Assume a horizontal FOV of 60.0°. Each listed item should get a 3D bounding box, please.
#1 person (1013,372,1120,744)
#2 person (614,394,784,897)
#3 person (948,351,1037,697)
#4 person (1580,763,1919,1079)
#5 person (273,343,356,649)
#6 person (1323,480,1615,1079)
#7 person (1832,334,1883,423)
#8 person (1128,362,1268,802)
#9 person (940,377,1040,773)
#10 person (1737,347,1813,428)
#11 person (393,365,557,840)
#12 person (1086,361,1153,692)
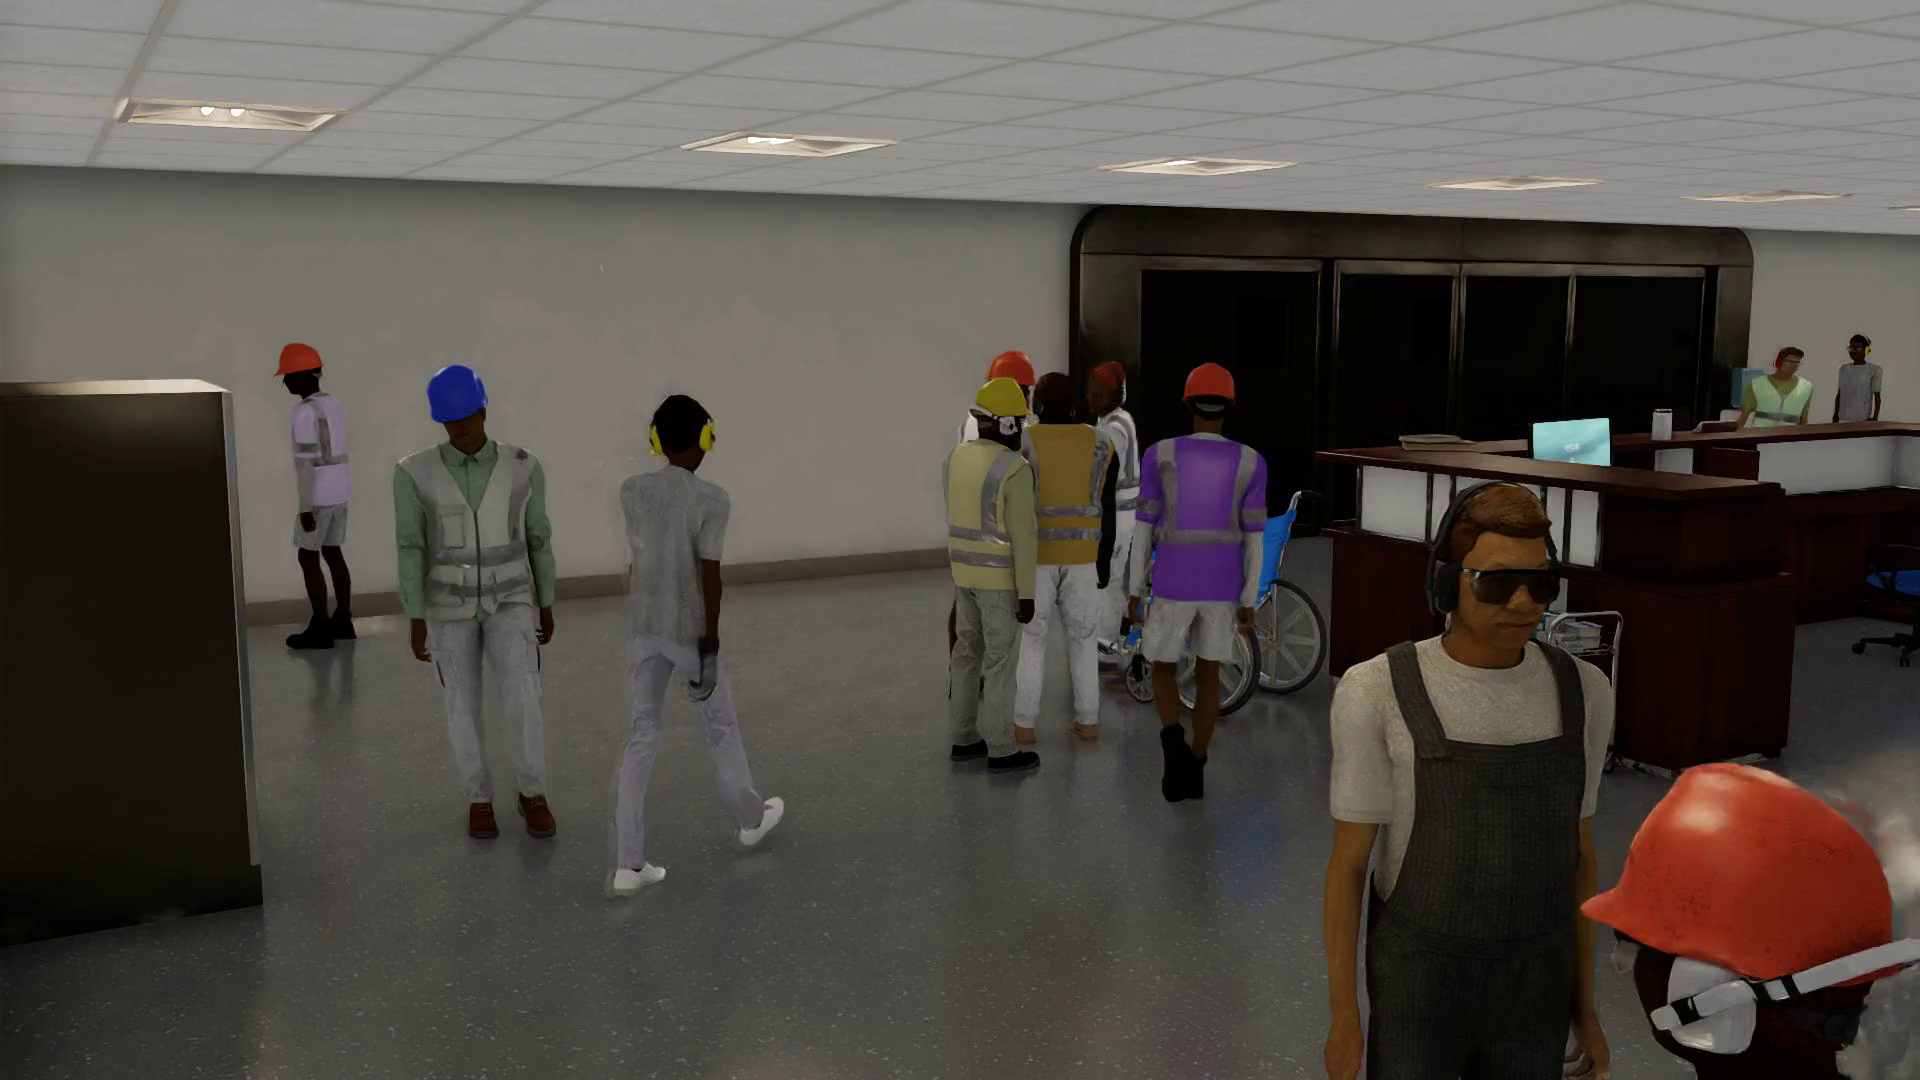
[{"bbox_3d":[0.467,0.089,8.215,0.626,1.832,0.432,-2,8,-13],"label":"person"},{"bbox_3d":[-1.037,0.363,6.272,0.494,1.814,0.940,3,8,21],"label":"person"},{"bbox_3d":[0.204,-0.069,9.079,0.512,1.911,0.545,-6,10,-39],"label":"person"},{"bbox_3d":[0.743,1.059,1.622,0.585,1.696,0.905,-5,9,-32],"label":"person"},{"bbox_3d":[-4.060,-0.277,10.500,0.410,1.924,0.579,0,8,3],"label":"person"},{"bbox_3d":[0.886,0.811,2.904,0.513,1.843,0.334,-1,8,-8],"label":"person"},{"bbox_3d":[9.647,-1.278,17.942,0.329,1.873,0.516,-5,9,-31],"label":"person"},{"bbox_3d":[1.018,0.207,7.075,0.591,1.904,0.697,0,8,1],"label":"person"},{"bbox_3d":[0.160,0.166,7.674,0.403,1.828,0.596,-6,10,-37],"label":"person"},{"bbox_3d":[7.535,-0.911,15.571,0.672,1.796,0.718,1,8,6],"label":"person"},{"bbox_3d":[-1.903,0.269,6.595,0.614,1.912,0.592,-3,8,-20],"label":"person"},{"bbox_3d":[0.883,-0.087,9.413,0.457,1.852,0.649,1,8,8],"label":"person"}]
